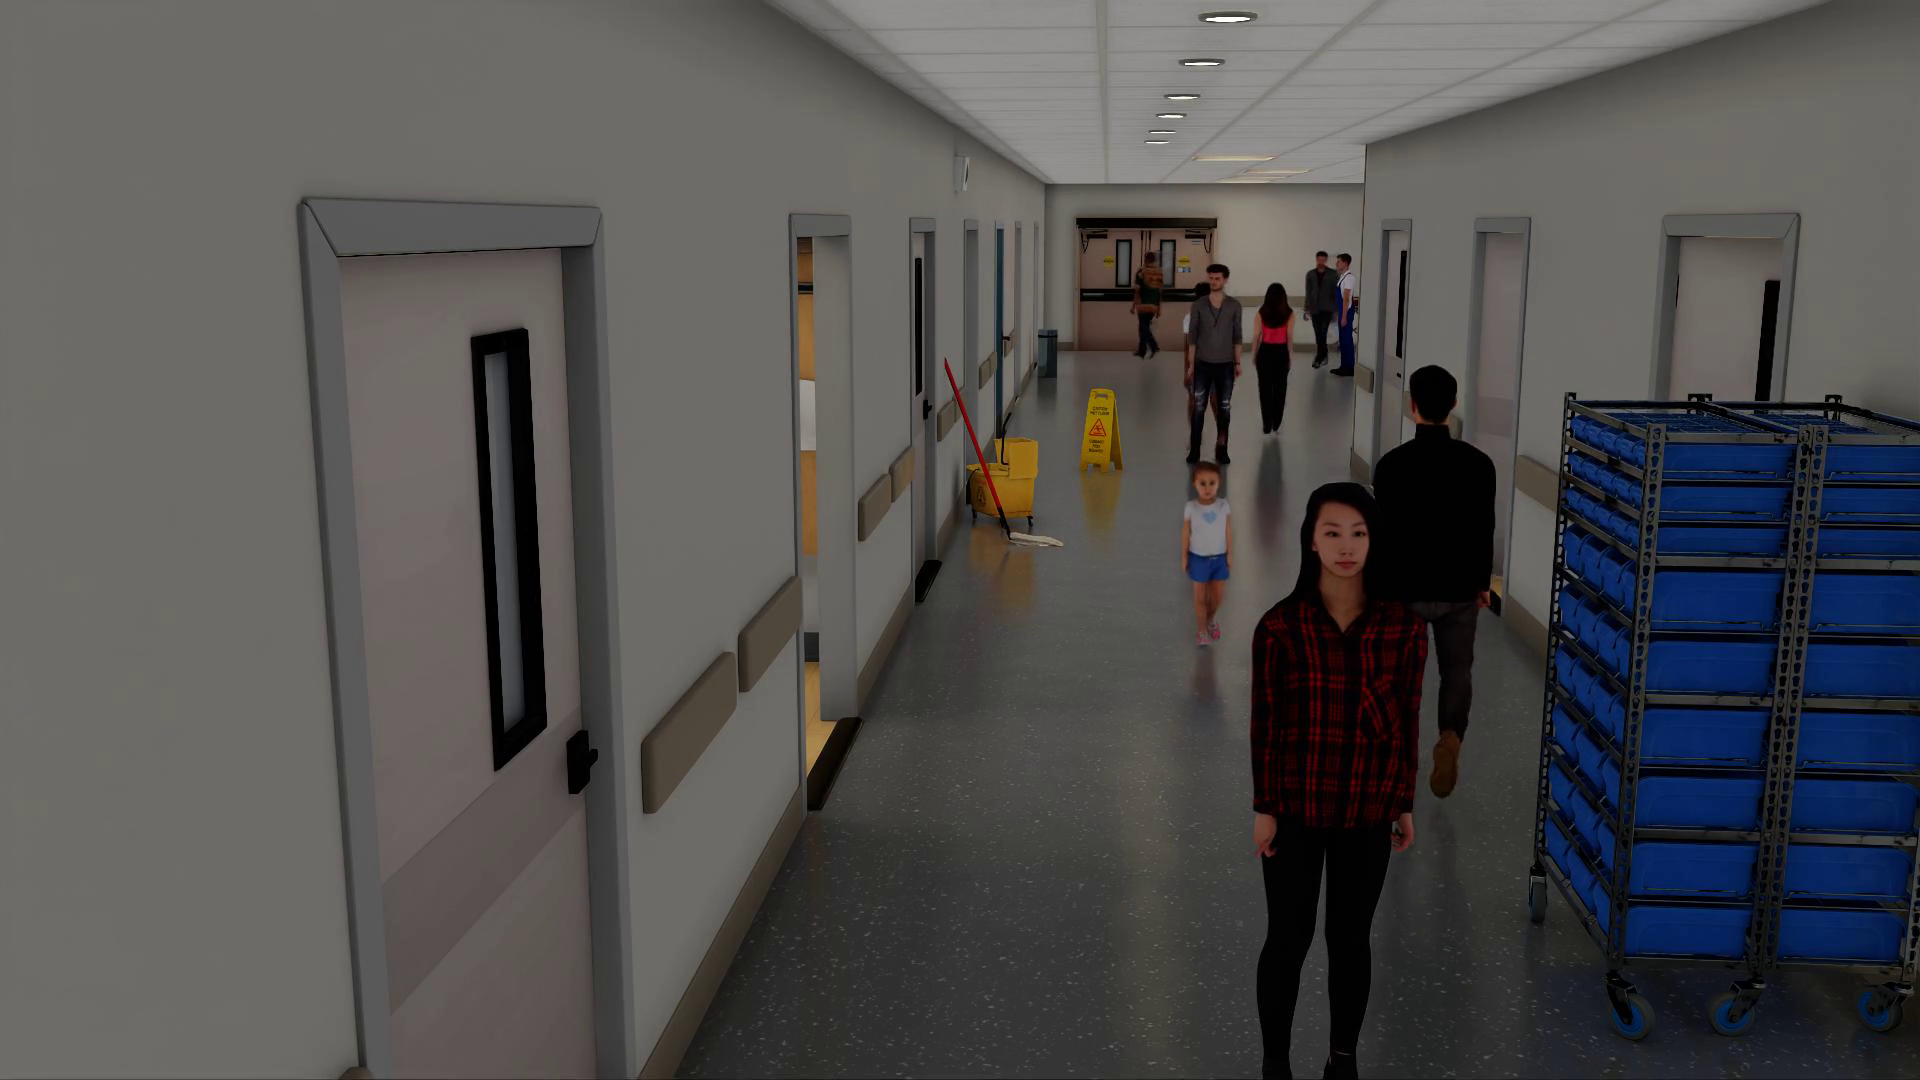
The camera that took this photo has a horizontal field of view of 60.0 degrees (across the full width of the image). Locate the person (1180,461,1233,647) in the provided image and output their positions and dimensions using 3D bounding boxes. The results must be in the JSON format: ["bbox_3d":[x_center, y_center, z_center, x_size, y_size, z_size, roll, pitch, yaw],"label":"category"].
[{"bbox_3d":[1.349,0.068,9.074,0.440,1.013,0.468,0,11,1],"label":"person"}]

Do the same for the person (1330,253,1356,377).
[{"bbox_3d":[5.866,-3.429,25.268,0.667,1.847,0.492,1,11,3],"label":"person"}]

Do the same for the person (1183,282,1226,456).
[{"bbox_3d":[2.431,-1.655,16.349,0.784,1.687,1.081,-1,11,-6],"label":"person"}]

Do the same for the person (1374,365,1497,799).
[{"bbox_3d":[1.910,0.172,6.666,0.697,1.707,0.988,2,11,9],"label":"person"}]

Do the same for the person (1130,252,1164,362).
[{"bbox_3d":[3.131,-3.861,27.616,1.096,1.780,1.227,-7,13,-31],"label":"person"}]

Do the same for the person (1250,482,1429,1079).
[{"bbox_3d":[0.918,0.670,4.176,0.612,1.658,0.550,-1,11,-3],"label":"person"}]

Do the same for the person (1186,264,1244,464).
[{"bbox_3d":[2.448,-1.702,16.020,0.666,1.903,0.543,1,11,6],"label":"person"}]

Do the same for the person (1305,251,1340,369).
[{"bbox_3d":[5.777,-3.644,26.445,1.075,1.831,1.322,6,12,28],"label":"person"}]

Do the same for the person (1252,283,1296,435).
[{"bbox_3d":[3.374,-1.912,17.880,0.586,1.622,1.072,1,11,4],"label":"person"}]
